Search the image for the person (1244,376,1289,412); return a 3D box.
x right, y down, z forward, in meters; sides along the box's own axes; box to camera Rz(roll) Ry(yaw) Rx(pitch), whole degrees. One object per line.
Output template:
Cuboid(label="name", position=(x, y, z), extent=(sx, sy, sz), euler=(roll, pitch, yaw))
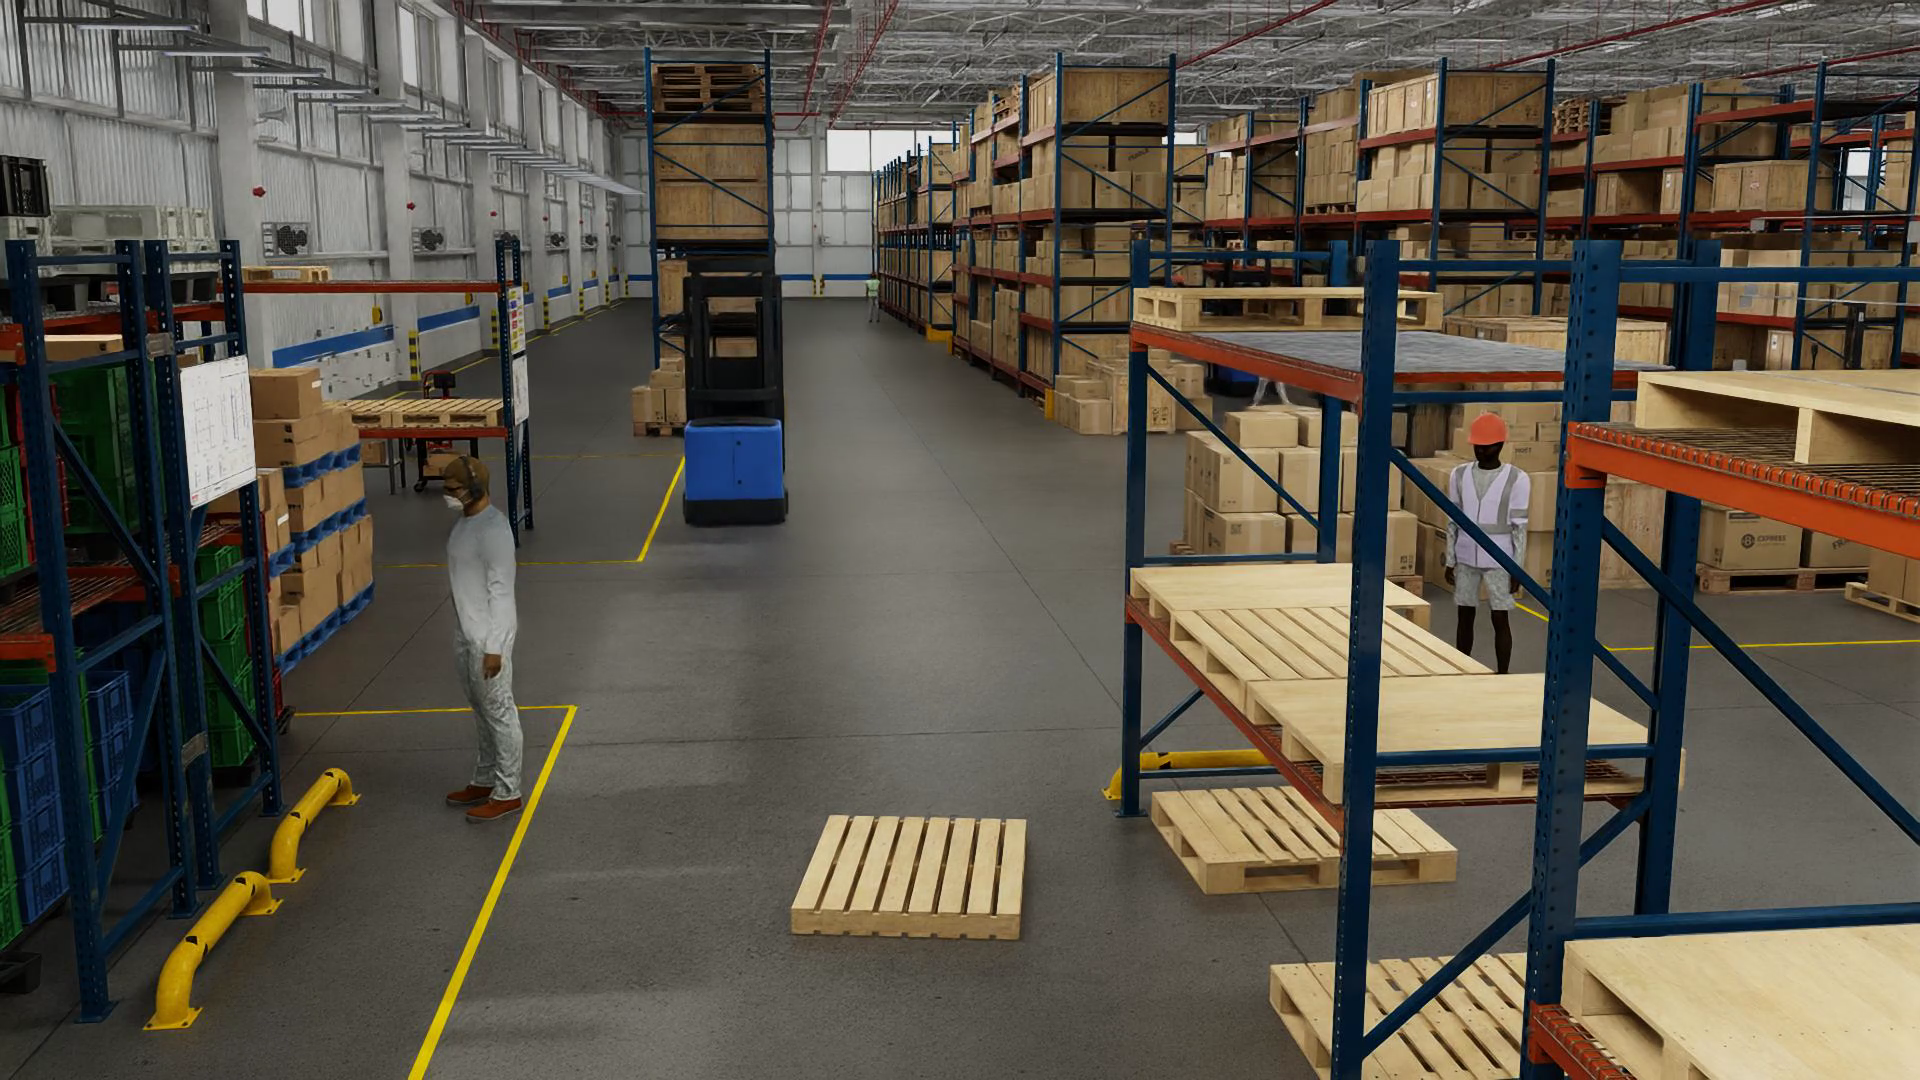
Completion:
Cuboid(label="person", position=(5.387, -2.944, 28.822), extent=(0.524, 1.587, 0.882), euler=(-9, 14, -42))

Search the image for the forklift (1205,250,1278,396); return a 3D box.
Cuboid(label="forklift", position=(5.624, -4.278, 32.640), extent=(1.129, 2.768, 1.873), euler=(-1, 10, -6))

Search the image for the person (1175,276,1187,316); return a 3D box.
Cuboid(label="person", position=(6.309, -6.683, 48.391), extent=(0.950, 2.015, 0.616), euler=(0, 10, 3))

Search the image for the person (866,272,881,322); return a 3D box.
Cuboid(label="person", position=(-3.212, -9.008, 61.735), extent=(0.563, 1.838, 0.388), euler=(-1, 10, -8))

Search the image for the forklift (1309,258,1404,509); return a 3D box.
Cuboid(label="forklift", position=(4.166, -1.732, 18.533), extent=(1.873, 2.768, 1.129), euler=(3, 11, 16))

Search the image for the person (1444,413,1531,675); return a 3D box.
Cuboid(label="person", position=(3.422, 0.128, 10.878), extent=(0.543, 1.928, 0.400), euler=(8, 13, 39))

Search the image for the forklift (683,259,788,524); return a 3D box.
Cuboid(label="forklift", position=(-2.473, -1.671, 18.194), extent=(1.129, 2.768, 1.873), euler=(-1, 10, -6))

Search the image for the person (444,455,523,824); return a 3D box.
Cuboid(label="person", position=(-2.514, 0.510, 8.734), extent=(0.373, 1.936, 0.629), euler=(-7, 12, -32))

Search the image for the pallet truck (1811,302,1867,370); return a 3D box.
Cuboid(label="pallet truck", position=(15.846, -3.142, 28.793), extent=(1.885, 1.965, 0.823), euler=(2, 10, 12))
